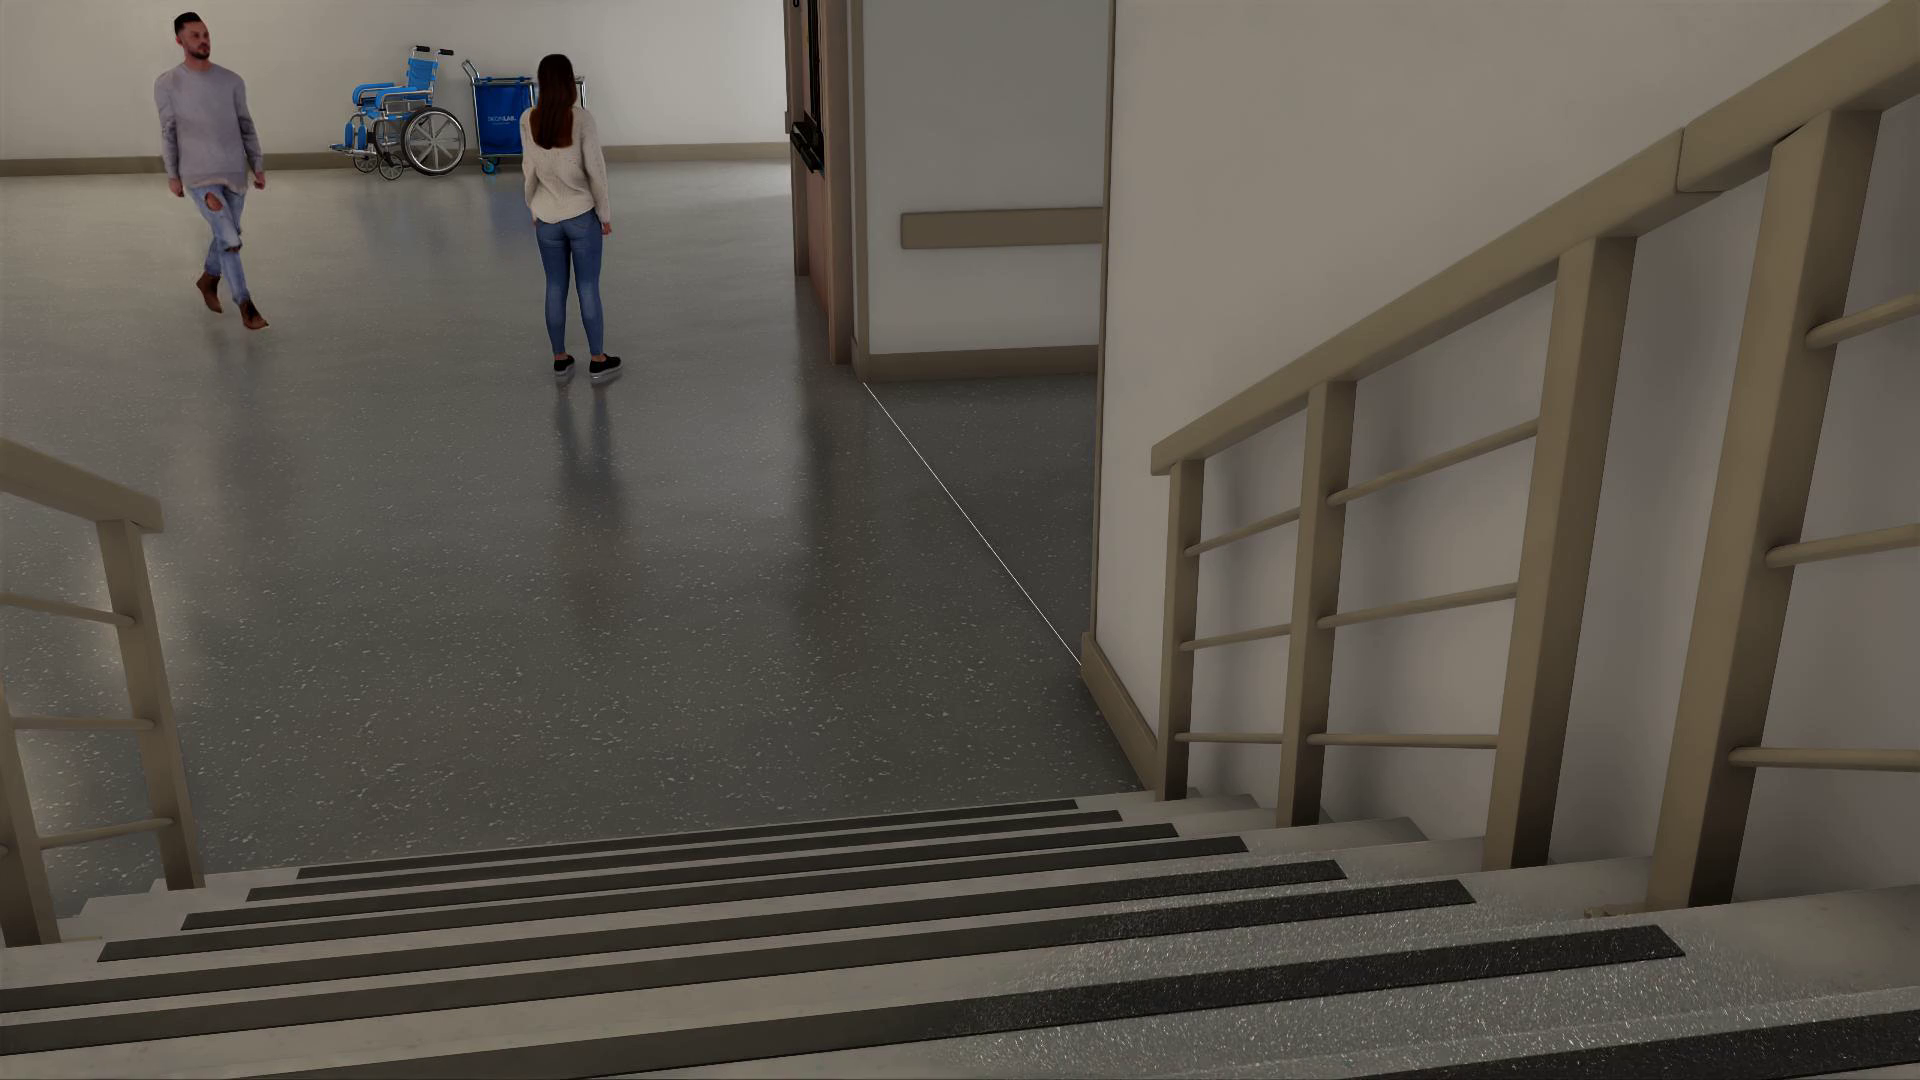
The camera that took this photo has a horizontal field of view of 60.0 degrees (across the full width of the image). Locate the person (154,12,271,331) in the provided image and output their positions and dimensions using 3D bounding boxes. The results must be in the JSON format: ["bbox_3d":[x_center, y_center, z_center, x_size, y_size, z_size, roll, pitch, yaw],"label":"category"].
[{"bbox_3d":[-4.471,-2.173,9.896,1.294,1.805,1.130,19,28,41],"label":"person"}]

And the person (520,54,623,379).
[{"bbox_3d":[-2.082,-1.713,8.844,0.690,1.689,0.674,4,21,11],"label":"person"}]
